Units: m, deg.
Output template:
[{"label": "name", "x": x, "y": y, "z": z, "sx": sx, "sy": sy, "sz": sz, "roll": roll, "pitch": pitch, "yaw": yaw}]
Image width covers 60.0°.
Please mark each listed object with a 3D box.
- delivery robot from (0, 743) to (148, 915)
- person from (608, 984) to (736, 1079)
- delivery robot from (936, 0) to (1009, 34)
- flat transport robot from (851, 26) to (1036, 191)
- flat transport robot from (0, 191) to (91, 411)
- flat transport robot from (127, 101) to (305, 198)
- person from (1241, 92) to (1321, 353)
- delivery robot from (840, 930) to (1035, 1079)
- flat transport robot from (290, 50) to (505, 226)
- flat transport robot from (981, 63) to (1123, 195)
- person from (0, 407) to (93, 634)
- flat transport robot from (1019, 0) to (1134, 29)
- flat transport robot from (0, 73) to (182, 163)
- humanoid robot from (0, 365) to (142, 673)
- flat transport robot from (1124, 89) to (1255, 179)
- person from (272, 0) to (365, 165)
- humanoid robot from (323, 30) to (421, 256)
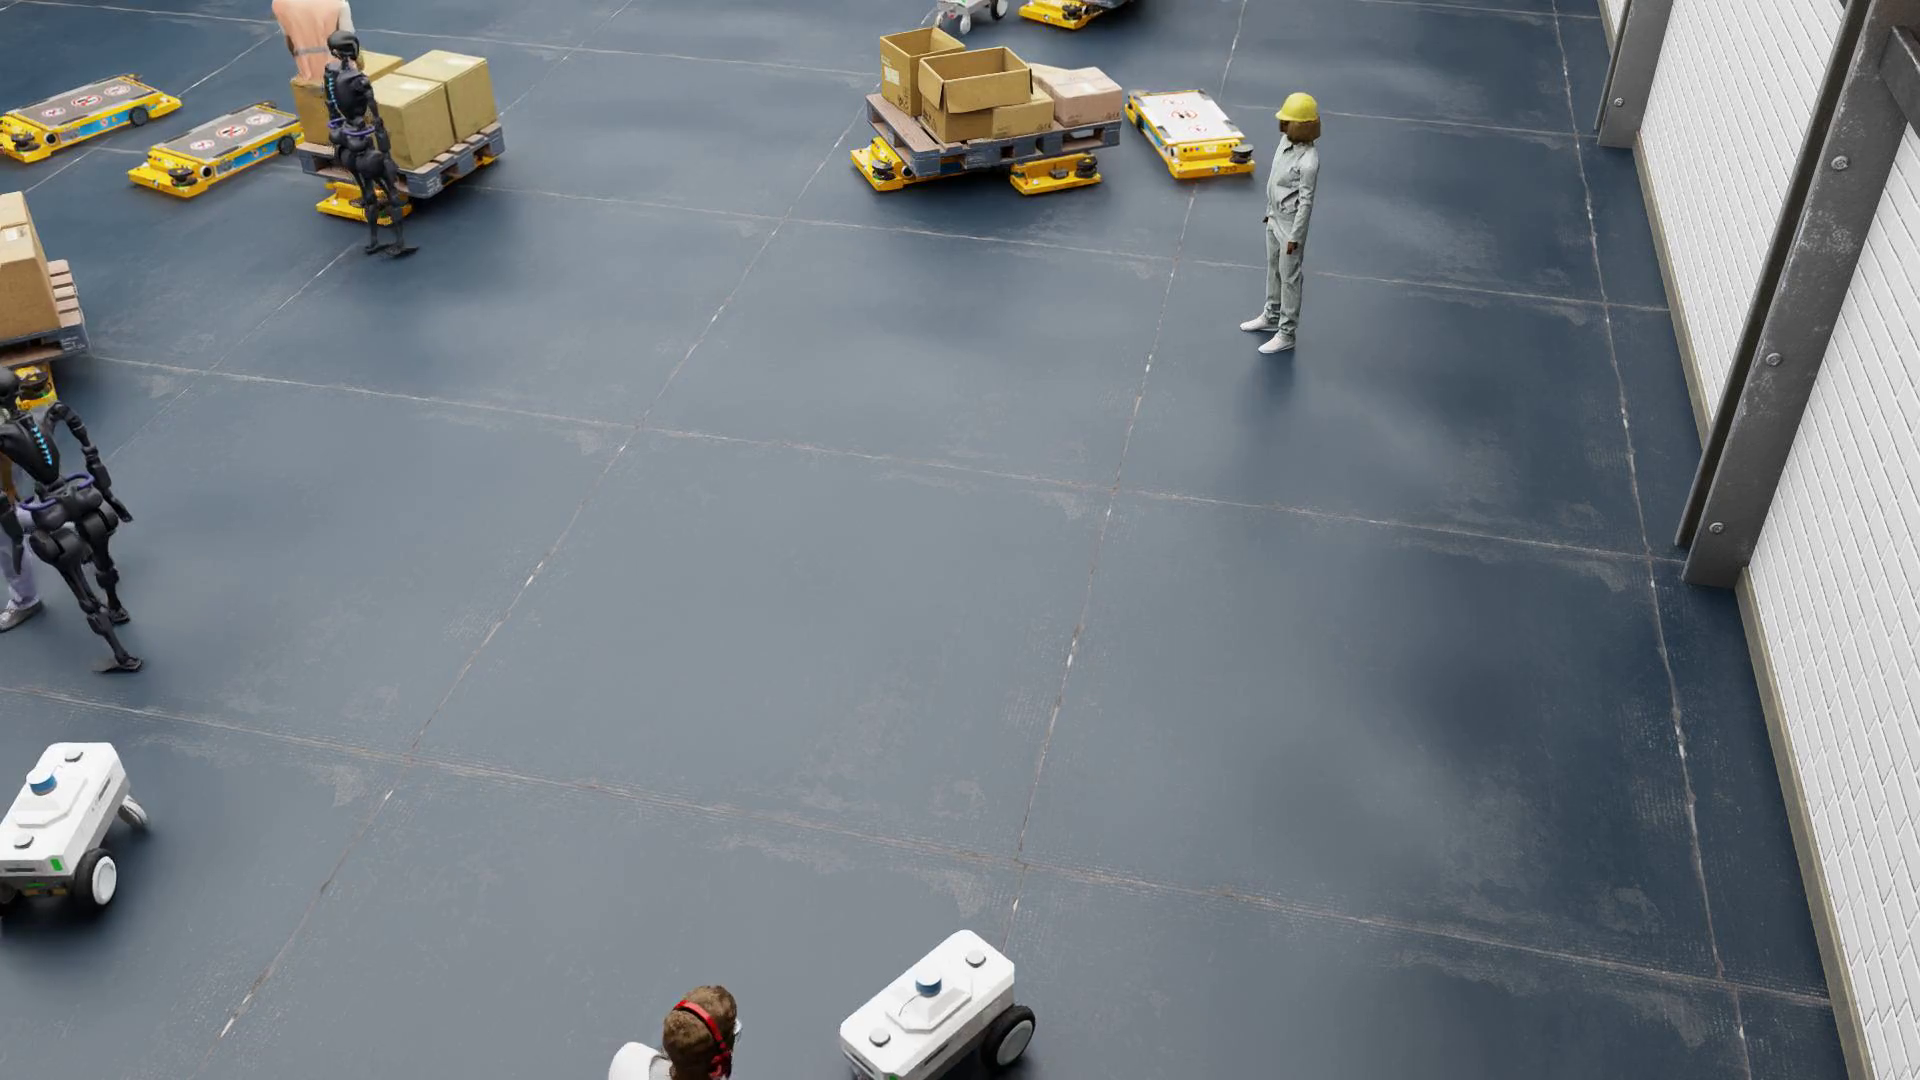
[{"label": "delivery robot", "x": -3.940, "y": 1.267, "z": 7.290, "sx": 0.522, "sy": 0.602, "sz": 0.773, "roll": -1, "pitch": 37, "yaw": -1}, {"label": "person", "x": -0.789, "y": 2.066, "z": 5.175, "sx": 0.600, "sy": 1.807, "sz": 0.666, "roll": 27, "pitch": 44, "yaw": 31}, {"label": "delivery robot", "x": 0.094, "y": -5.234, "z": 15.991, "sx": 0.499, "sy": 0.604, "sz": 0.808, "roll": 20, "pitch": 41, "yaw": 25}, {"label": "flat transport robot", "x": -0.099, "y": -3.120, "z": 13.393, "sx": 1.431, "sy": 0.231, "sz": 0.659, "roll": -13, "pitch": 39, "yaw": -17}, {"label": "flat transport robot", "x": -6.313, "y": -1.194, "z": 10.817, "sx": 0.659, "sy": 0.231, "sz": 1.431, "roll": -18, "pitch": 40, "yaw": -22}, {"label": "flat transport robot", "x": -5.931, "y": -3.176, "z": 13.469, "sx": 0.659, "sy": 0.231, "sz": 1.431, "roll": 19, "pitch": 41, "yaw": 23}, {"label": "person", "x": 2.086, "y": -2.045, "z": 10.722, "sx": 0.314, "sy": 1.742, "sz": 0.491, "roll": -8, "pitch": 38, "yaw": -11}, {"label": "delivery robot", "x": -0.112, "y": 1.861, "z": 6.485, "sx": 0.525, "sy": 0.590, "sz": 0.762, "roll": 30, "pitch": 46, "yaw": 34}, {"label": "flat transport robot", "x": -4.326, "y": -2.880, "z": 13.073, "sx": 0.659, "sy": 0.231, "sz": 1.431, "roll": 14, "pitch": 39, "yaw": 18}, {"label": "flat transport robot", "x": 0.544, "y": -3.198, "z": 13.499, "sx": 0.659, "sy": 0.231, "sz": 1.431, "roll": -13, "pitch": 39, "yaw": -17}, {"label": "person", "x": -4.903, "y": -0.406, "z": 8.471, "sx": 0.569, "sy": 1.820, "sz": 0.669, "roll": 25, "pitch": 43, "yaw": 29}, {"label": "flat transport robot", "x": 1.261, "y": -5.384, "z": 16.423, "sx": 0.659, "sy": 0.231, "sz": 1.431, "roll": 24, "pitch": 43, "yaw": 29}, {"label": "flat transport robot", "x": -7.384, "y": -3.563, "z": 13.986, "sx": 0.659, "sy": 0.231, "sz": 1.431, "roll": 23, "pitch": 43, "yaw": 28}, {"label": "humanoid robot", "x": -4.438, "y": -0.122, "z": 8.233, "sx": 0.654, "sy": 1.618, "sz": 0.596, "roll": 22, "pitch": 42, "yaw": 27}, {"label": "flat transport robot", "x": 1.879, "y": -3.378, "z": 13.739, "sx": 0.659, "sy": 0.231, "sz": 1.431, "roll": -8, "pitch": 37, "yaw": -10}, {"label": "person", "x": -4.822, "y": -3.601, "z": 12.759, "sx": 0.583, "sy": 1.804, "sz": 0.805, "roll": -4, "pitch": 37, "yaw": -6}, {"label": "humanoid robot", "x": -4.234, "y": -2.807, "z": 11.800, "sx": 0.610, "sy": 1.655, "sz": 0.364, "roll": 23, "pitch": 43, "yaw": 28}]
